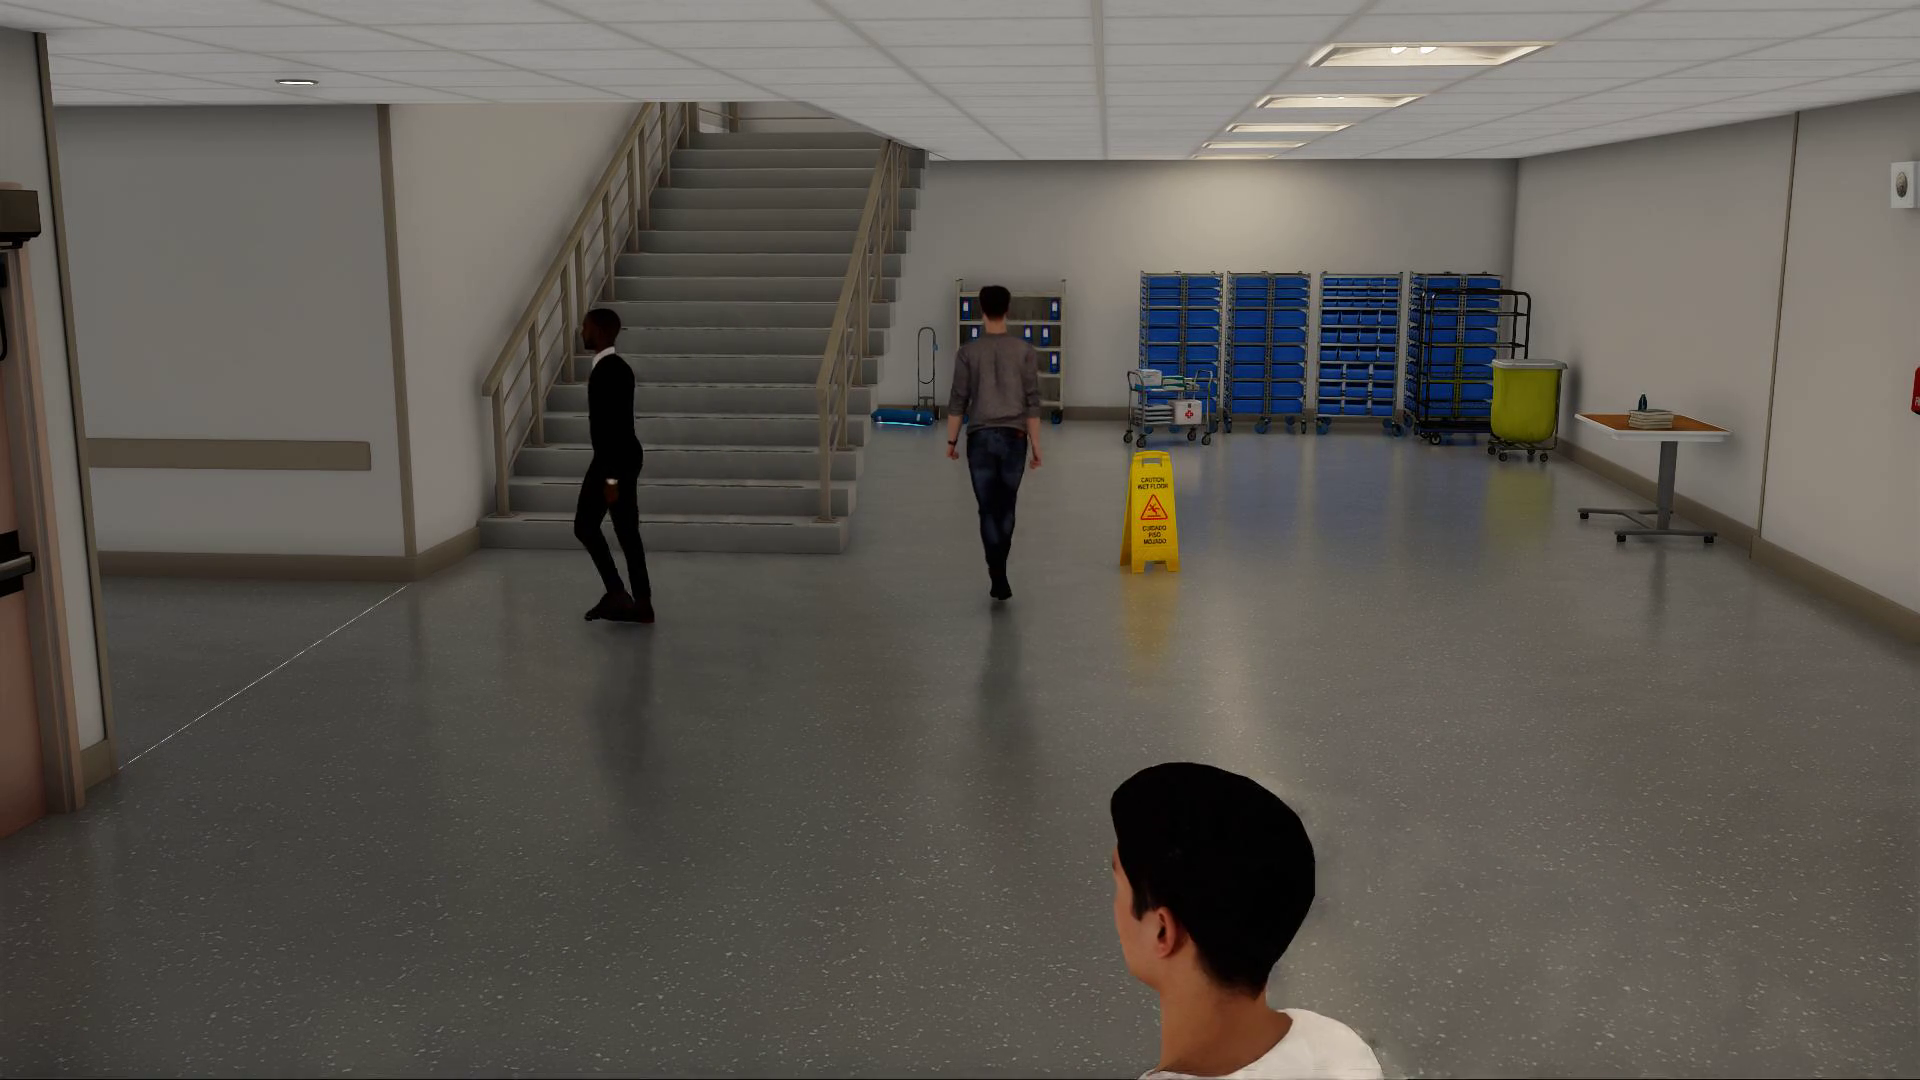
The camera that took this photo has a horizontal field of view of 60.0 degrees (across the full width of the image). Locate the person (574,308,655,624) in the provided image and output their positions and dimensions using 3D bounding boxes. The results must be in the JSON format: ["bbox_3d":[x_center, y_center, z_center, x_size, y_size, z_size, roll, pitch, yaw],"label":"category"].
[{"bbox_3d":[-1.848,-0.400,9.408,0.726,1.794,0.558,1,11,4],"label":"person"}]

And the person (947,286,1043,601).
[{"bbox_3d":[0.230,-0.541,9.979,0.864,1.857,1.246,-1,11,-6],"label":"person"}]
